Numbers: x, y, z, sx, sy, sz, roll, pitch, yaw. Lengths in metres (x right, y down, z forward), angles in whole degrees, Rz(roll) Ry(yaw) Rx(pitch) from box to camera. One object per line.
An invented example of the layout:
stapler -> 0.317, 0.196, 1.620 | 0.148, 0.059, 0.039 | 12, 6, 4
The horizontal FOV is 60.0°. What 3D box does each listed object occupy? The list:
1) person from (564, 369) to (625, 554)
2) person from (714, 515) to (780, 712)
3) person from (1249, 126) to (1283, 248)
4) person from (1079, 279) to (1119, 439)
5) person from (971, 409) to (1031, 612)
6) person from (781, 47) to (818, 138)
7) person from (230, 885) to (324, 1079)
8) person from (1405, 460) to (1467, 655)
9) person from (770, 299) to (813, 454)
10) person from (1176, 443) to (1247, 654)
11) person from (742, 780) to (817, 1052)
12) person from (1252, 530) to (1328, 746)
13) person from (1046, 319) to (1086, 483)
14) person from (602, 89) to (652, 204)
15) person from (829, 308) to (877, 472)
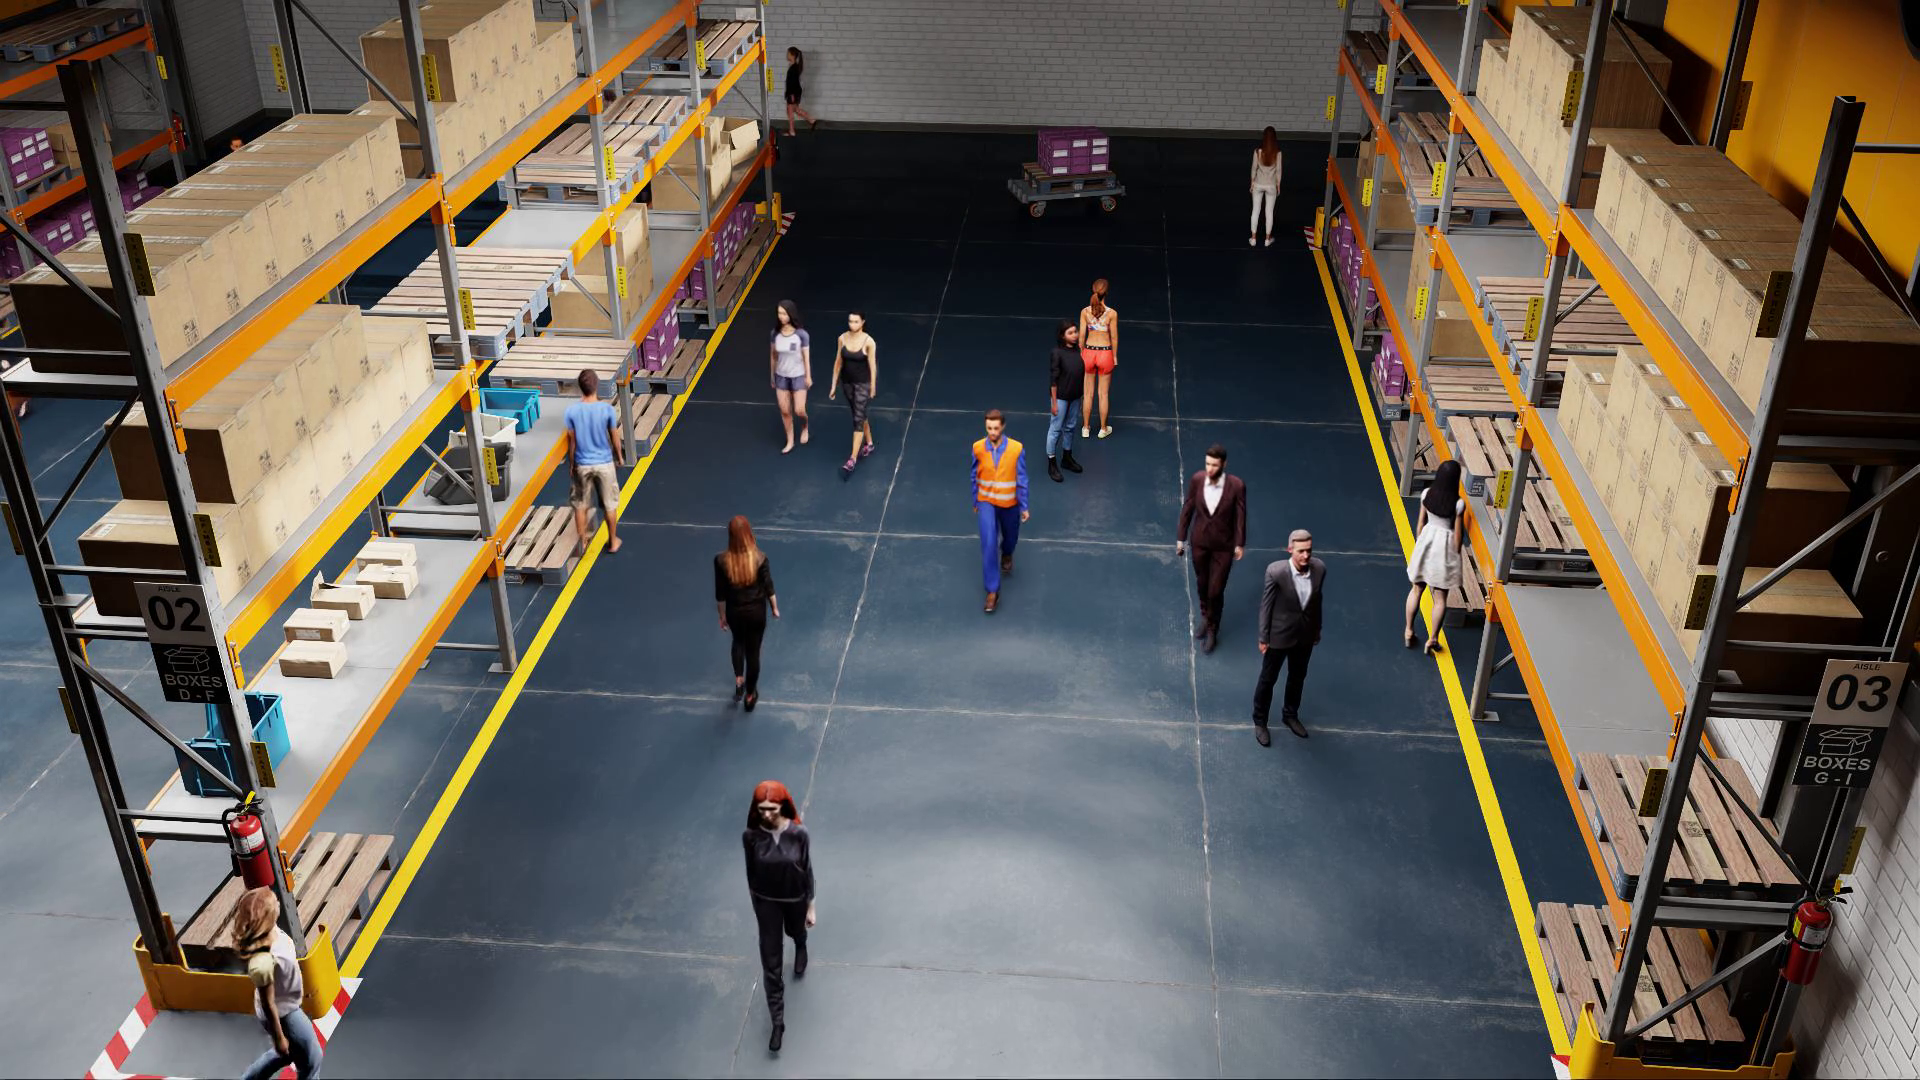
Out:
person -> -3.411, -0.690, 15.554 | 0.758, 1.857, 0.729 | -5, 29, -8
person -> -1.730, 0.628, 13.303 | 0.610, 1.698, 0.611 | 3, 29, 6
person -> 4.347, -5.030, 23.660 | 0.626, 1.715, 0.601 | 7, 29, 13
person -> 1.484, -1.954, 17.940 | 0.615, 1.791, 0.596 | 7, 29, 12
person -> 0.369, -0.345, 14.940 | 0.691, 1.839, 1.122 | 2, 29, 4
person -> -2.817, -7.780, 28.877 | 0.620, 1.546, 0.802 | 1, 29, 1
person -> -3.958, 2.707, 9.481 | 0.987, 1.709, 1.002 | -10, 30, -18
person -> 4.048, 0.135, 14.135 | 0.782, 1.769, 0.820 | 22, 36, 35
person -> -1.762, -1.764, 17.689 | 0.685, 1.698, 0.701 | 9, 30, 16
person -> 2.205, -0.012, 14.322 | 0.877, 1.848, 0.934 | 14, 32, 24
person -> -1.088, 2.204, 10.377 | 0.698, 1.734, 1.175 | -2, 29, -3
person -> 2.579, 0.724, 12.979 | 0.791, 1.840, 0.745 | -9, 30, -15
person -> 1.083, -1.465, 17.137 | 0.657, 1.701, 0.721 | -23, 36, -36
person -> -5.118, -5.880, 25.097 | 0.925, 1.829, 1.082 | -5, 29, -10
person -> -1.050, -1.637, 17.454 | 0.823, 1.700, 1.103 | 13, 31, 22
